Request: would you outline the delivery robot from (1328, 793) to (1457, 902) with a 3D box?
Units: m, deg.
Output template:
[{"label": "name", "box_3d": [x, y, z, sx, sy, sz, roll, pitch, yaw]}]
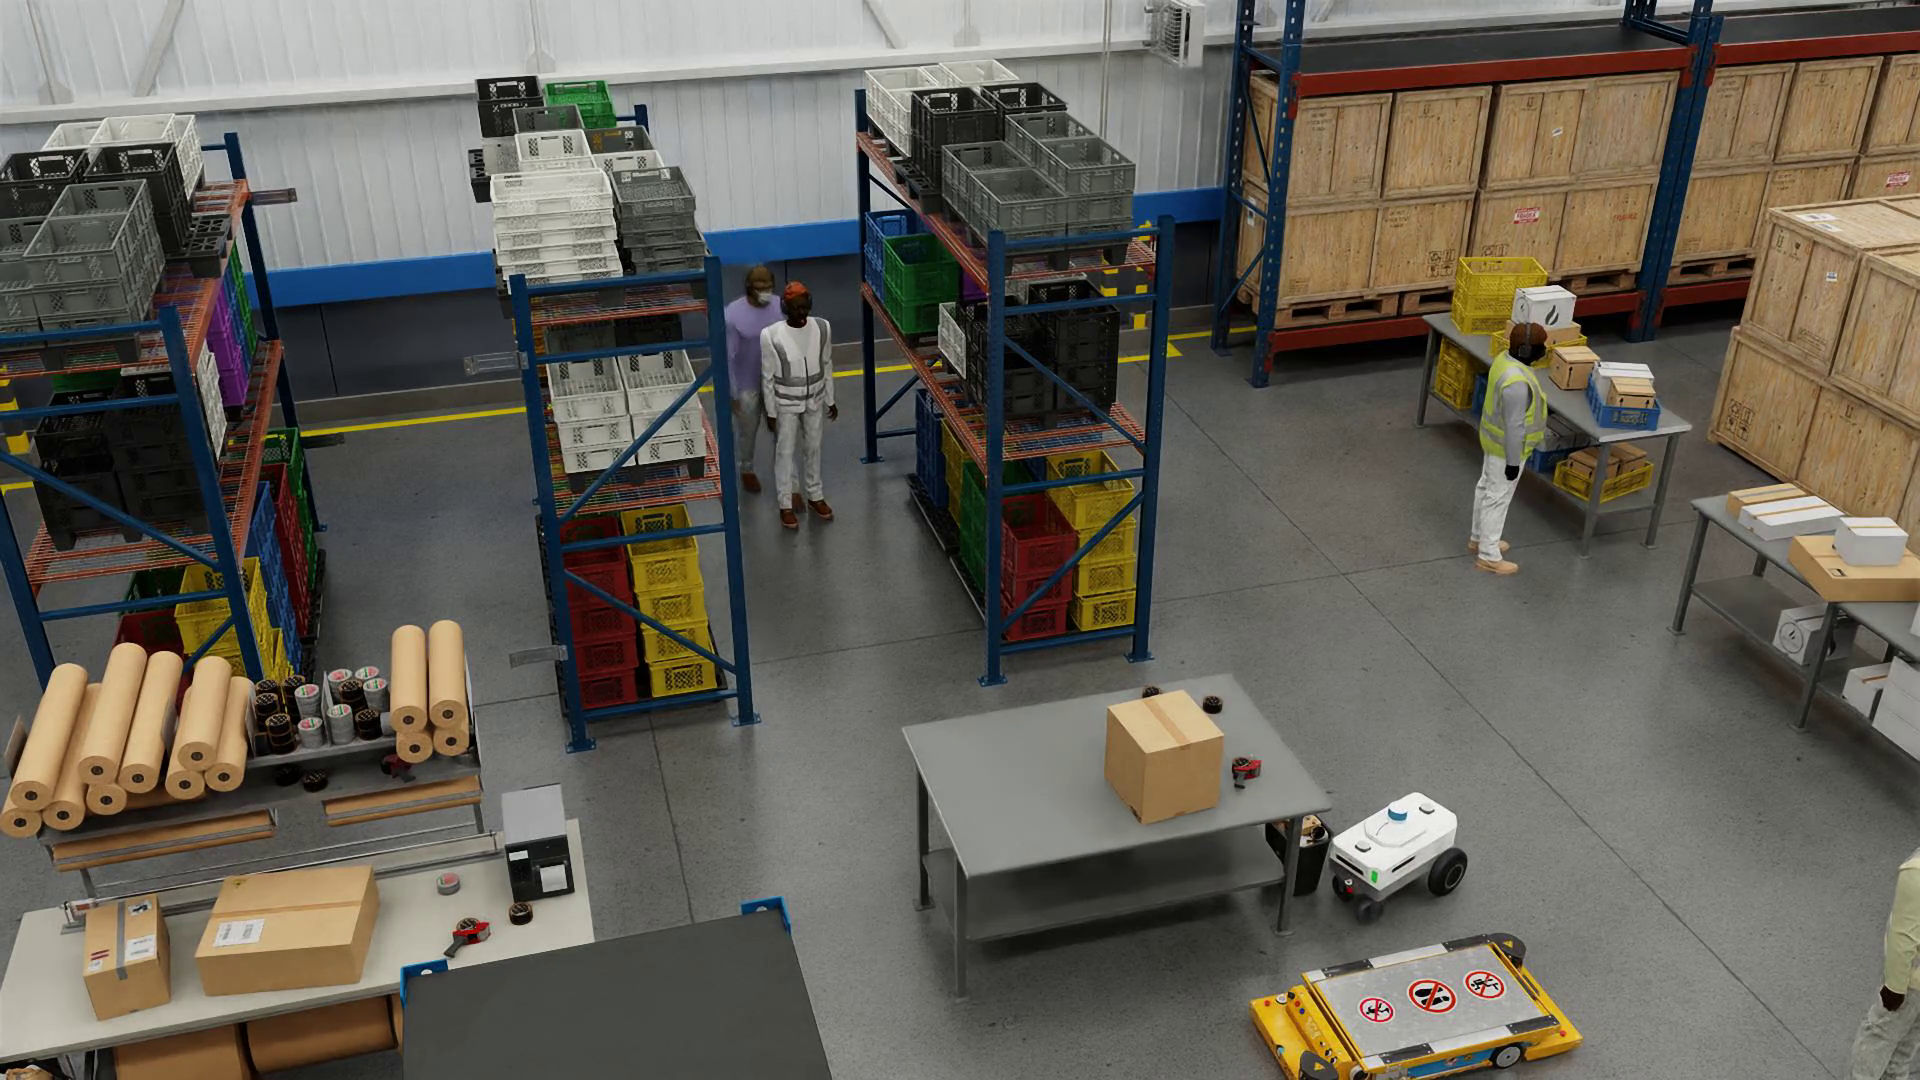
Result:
[{"label": "delivery robot", "box_3d": [2.295, 1.609, 8.818, 0.707, 0.478, 0.477, -20, 35, -32]}]

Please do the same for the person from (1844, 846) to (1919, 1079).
[{"label": "person", "box_3d": [4.220, 1.820, 7.209, 0.590, 1.835, 0.404, -16, 32, -26]}]

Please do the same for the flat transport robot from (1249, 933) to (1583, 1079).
[{"label": "flat transport robot", "box_3d": [2.184, 2.282, 7.980, 1.431, 0.197, 0.652, -8, 30, -14]}]

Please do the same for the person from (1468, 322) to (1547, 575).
[{"label": "person", "box_3d": [3.870, -0.663, 11.721, 0.429, 1.844, 0.623, 4, 29, 6]}]

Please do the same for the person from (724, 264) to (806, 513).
[{"label": "person", "box_3d": [-1.499, -1.179, 12.591, 0.644, 1.906, 0.796, -13, 31, -23]}]

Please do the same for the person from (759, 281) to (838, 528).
[{"label": "person", "box_3d": [-1.181, -1.005, 12.300, 0.573, 1.883, 0.355, -16, 33, -27]}]
